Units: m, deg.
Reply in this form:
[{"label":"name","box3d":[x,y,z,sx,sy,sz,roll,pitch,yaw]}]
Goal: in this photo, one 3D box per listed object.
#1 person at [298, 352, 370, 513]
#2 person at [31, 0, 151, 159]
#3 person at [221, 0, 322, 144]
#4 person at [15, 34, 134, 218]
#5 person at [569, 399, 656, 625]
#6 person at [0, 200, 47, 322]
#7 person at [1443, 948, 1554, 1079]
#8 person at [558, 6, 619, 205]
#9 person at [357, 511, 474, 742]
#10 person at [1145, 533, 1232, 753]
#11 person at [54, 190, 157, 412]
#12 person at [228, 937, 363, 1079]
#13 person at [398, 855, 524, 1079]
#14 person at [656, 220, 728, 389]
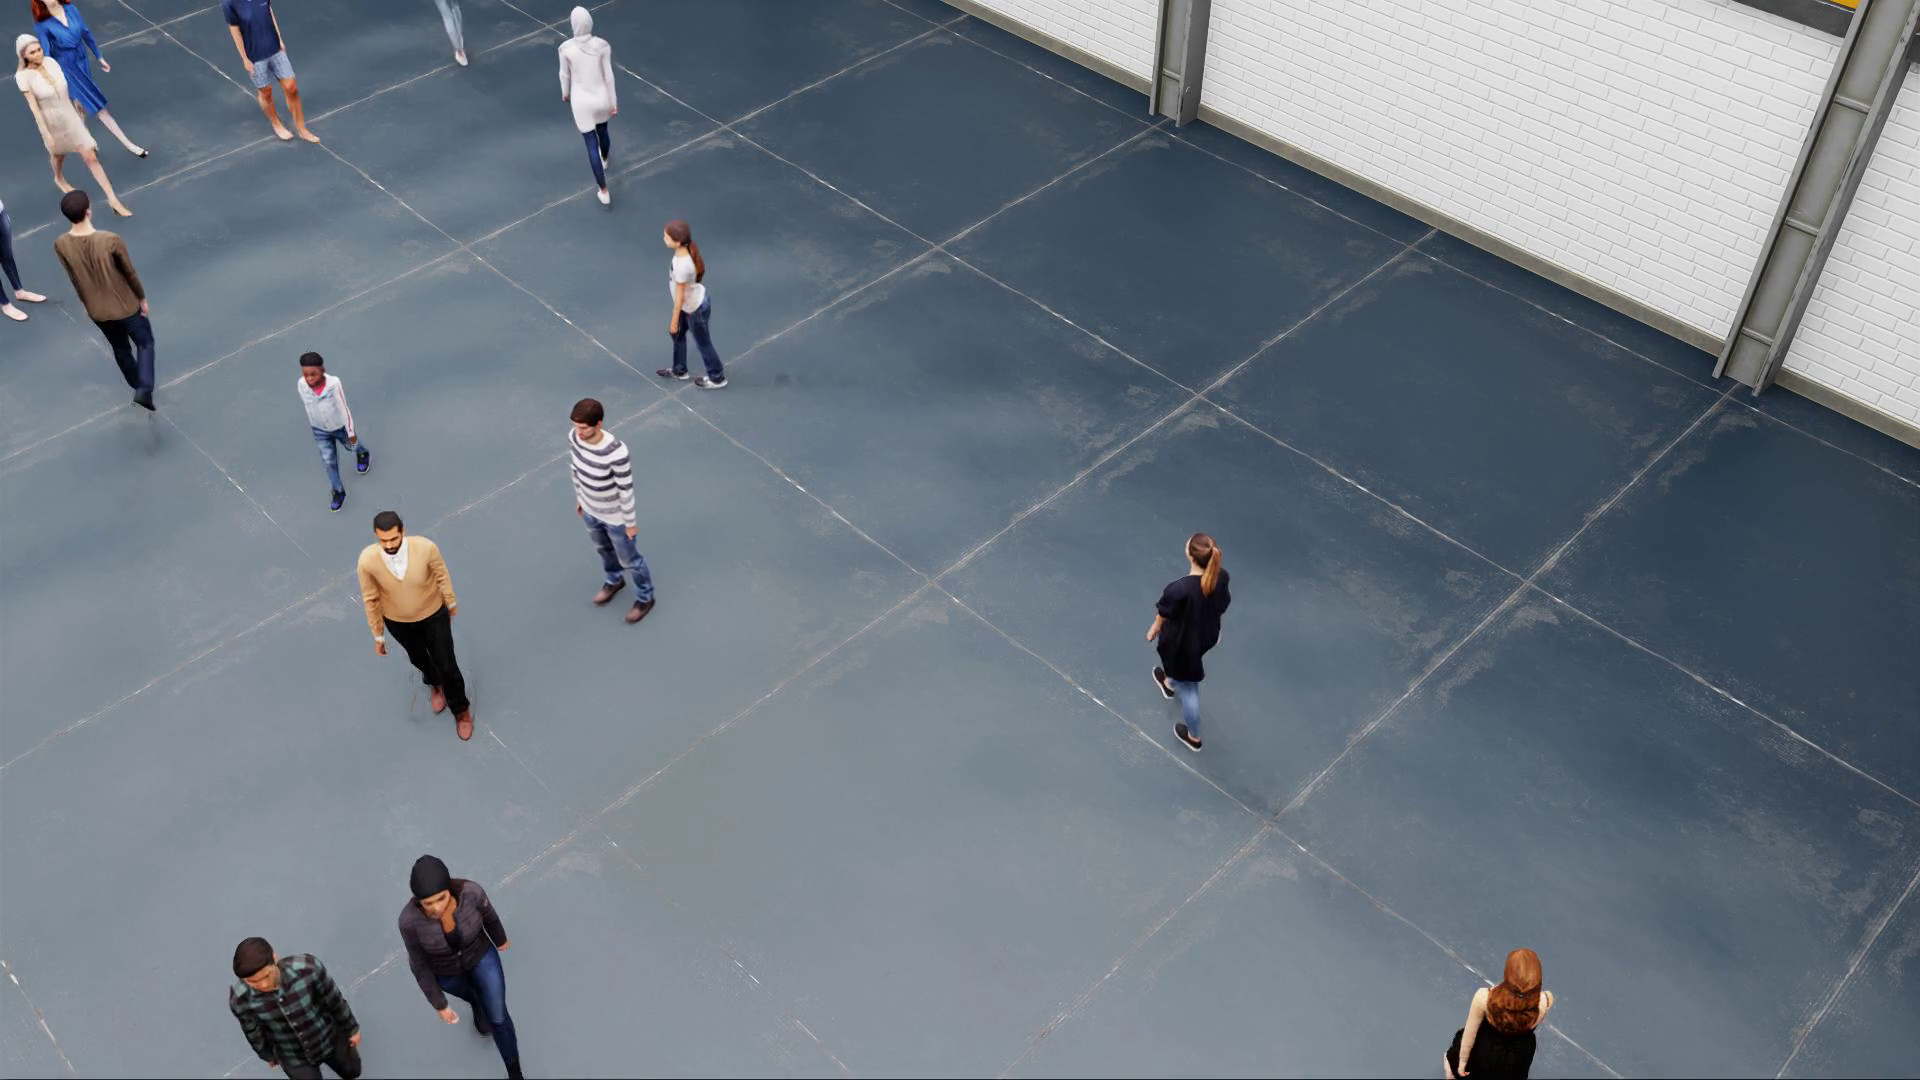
[{"label":"person","box3d":[-4.583,-0.902,12.193,0.839,1.241,0.912,-1,44,-1]},{"label":"person","box3d":[-8.257,-4.356,15.433,1.205,1.773,0.886,17,46,17]},{"label":"person","box3d":[-6.630,-4.636,15.685,0.821,1.831,0.621,34,53,30]},{"label":"person","box3d":[-8.062,-3.670,14.780,1.244,1.681,0.849,20,47,20]},{"label":"person","box3d":[-2.326,-0.226,11.046,0.503,1.844,0.733,27,50,26]},{"label":"person","box3d":[-8.017,-2.632,13.648,0.672,1.738,0.653,11,45,11]},{"label":"person","box3d":[2.666,2.630,8.236,1.102,1.586,1.022,7,44,8]},{"label":"person","box3d":[-3.308,-3.863,14.946,0.995,1.730,1.248,-12,45,-13]},{"label":"person","box3d":[-3.416,0.416,10.451,0.910,1.736,1.001,-7,44,-7]},{"label":"person","box3d":[1.472,0.677,10.235,0.756,1.655,0.983,-22,48,-22]},{"label":"person","box3d":[-6.437,-1.742,12.619,0.935,1.870,1.039,-8,44,-8]},{"label":"person","box3d":[-3.339,2.469,8.499,0.824,1.698,0.965,-20,47,-20]},{"label":"person","box3d":[-2.627,2.140,8.663,0.877,1.705,1.181,-19,47,-19]},{"label":"person","box3d":[-2.015,-1.820,12.935,0.887,1.547,0.839,-2,44,-2]}]
